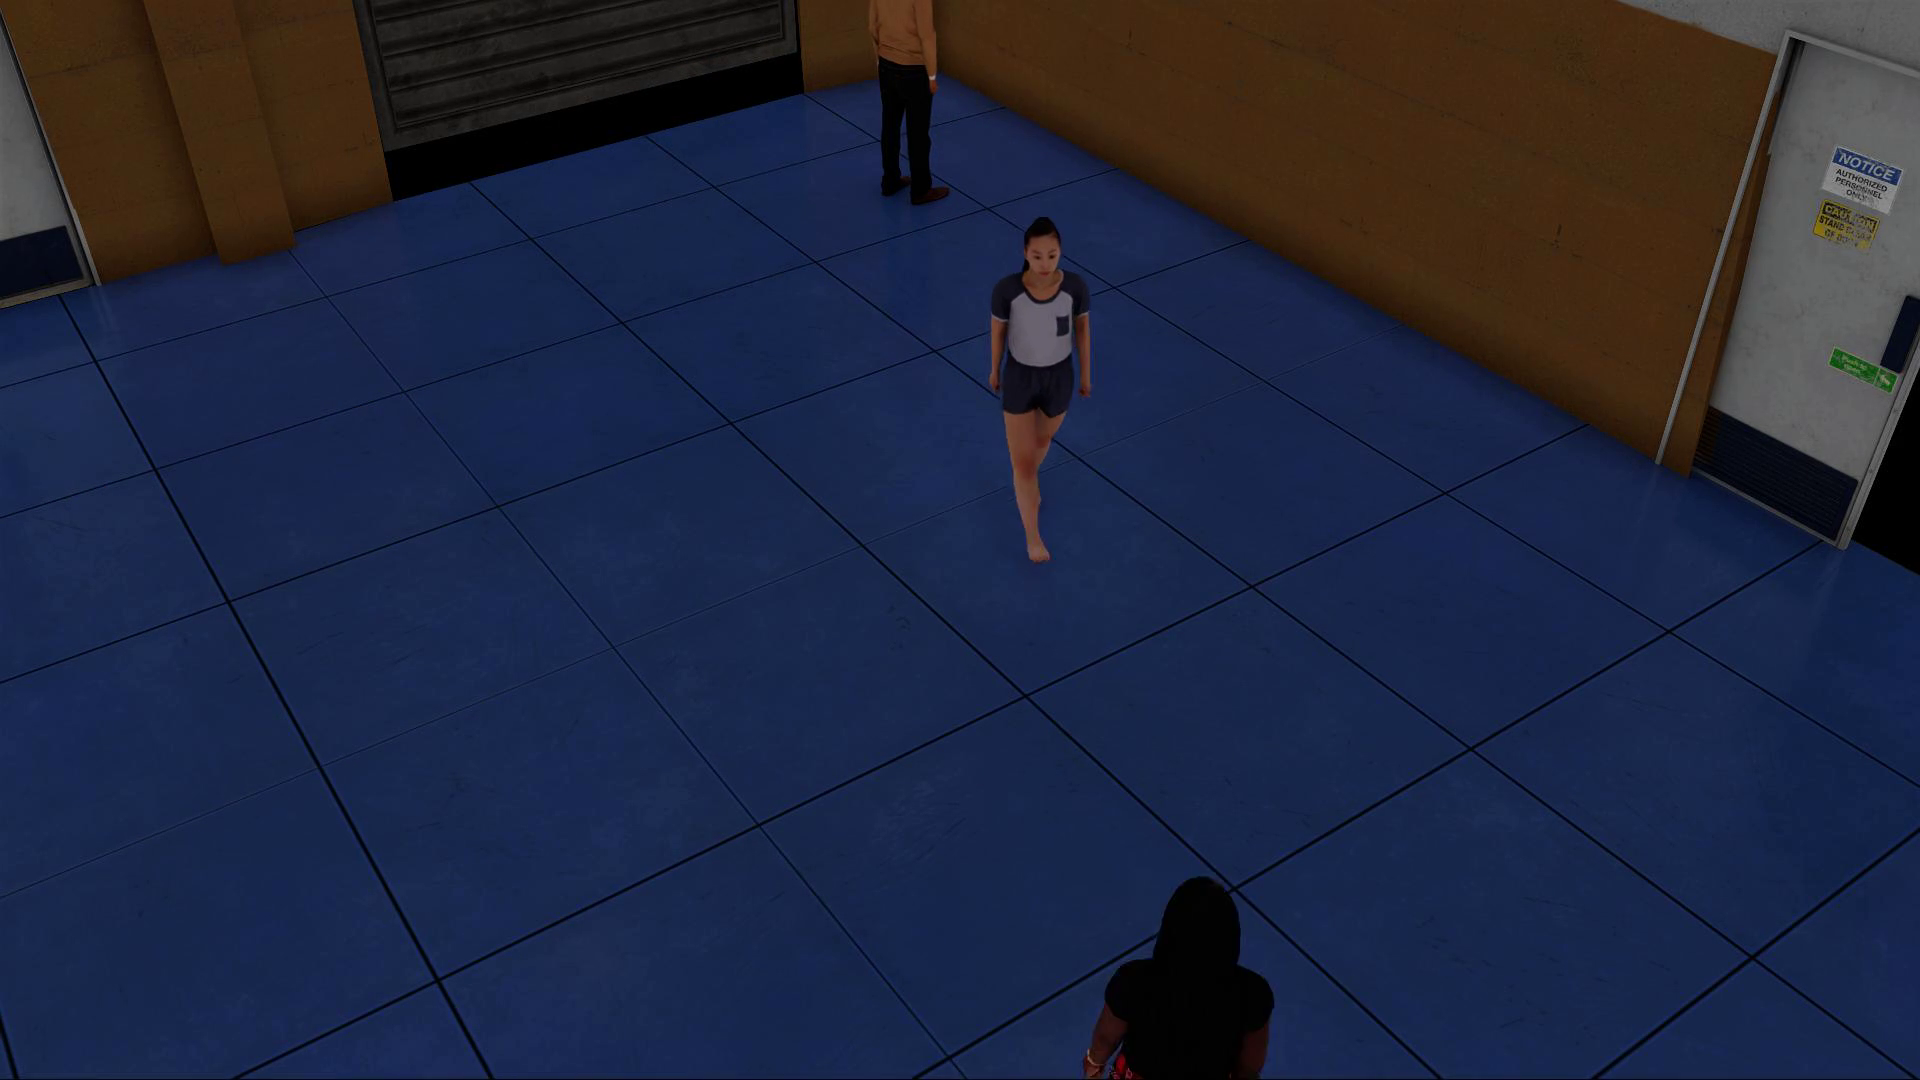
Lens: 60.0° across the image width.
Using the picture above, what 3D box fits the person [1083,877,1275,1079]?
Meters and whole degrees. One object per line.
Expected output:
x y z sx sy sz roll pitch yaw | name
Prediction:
0.586 1.649 4.557 1.203 1.672 1.089 -2 37 -3 | person

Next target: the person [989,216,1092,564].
0.352 -0.764 7.826 1.042 1.607 0.938 -6 37 -8 | person

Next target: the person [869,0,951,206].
-0.357 -3.027 10.721 0.721 1.752 0.688 26 44 31 | person
